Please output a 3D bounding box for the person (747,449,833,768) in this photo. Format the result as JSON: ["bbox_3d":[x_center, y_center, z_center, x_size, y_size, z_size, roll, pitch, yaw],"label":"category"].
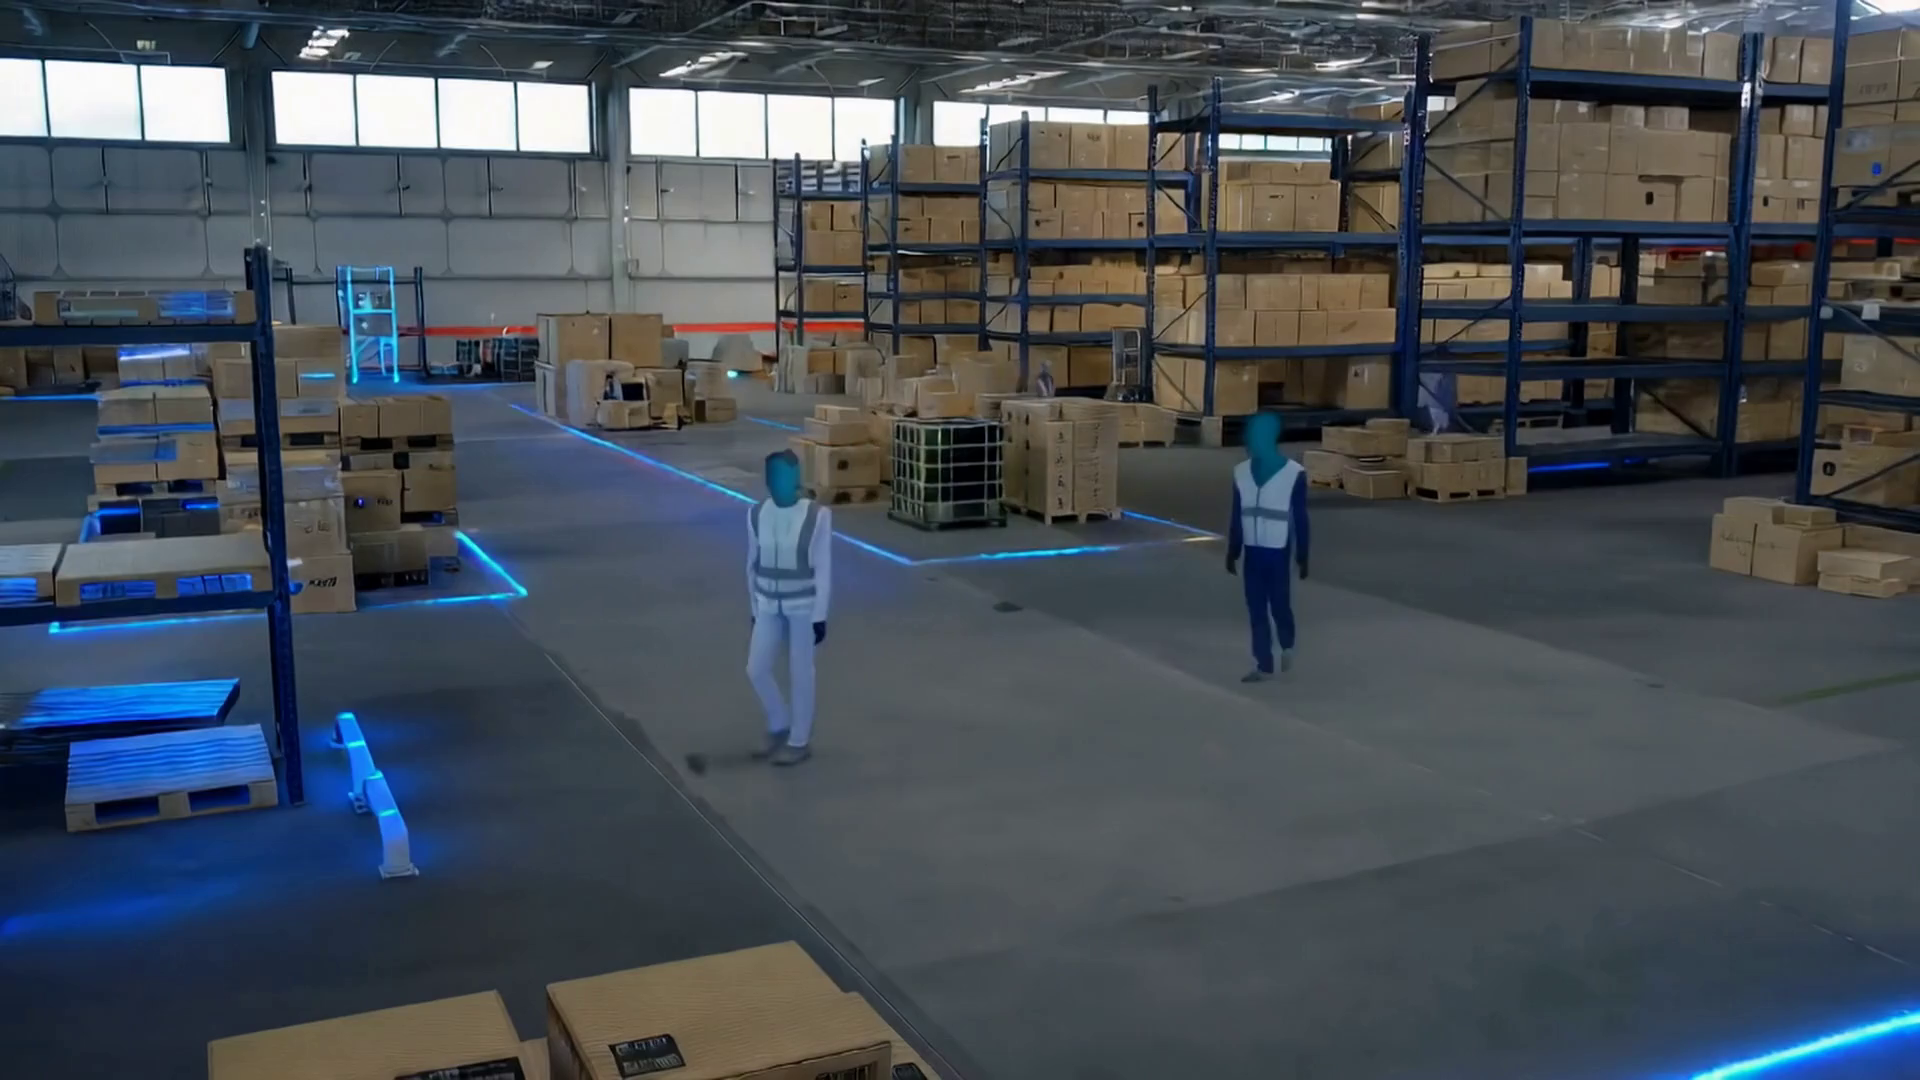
[{"bbox_3d":[-1.009,0.407,9.705,0.577,1.872,0.413,4,10,21],"label":"person"}]

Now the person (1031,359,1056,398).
[{"bbox_3d":[1.238,-1.841,24.399,0.529,1.628,0.374,-7,12,-38],"label":"person"}]

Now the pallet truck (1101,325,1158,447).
[{"bbox_3d":[2.881,-2.596,27.923,0.823,1.965,1.885,-1,9,-7],"label":"pallet truck"}]

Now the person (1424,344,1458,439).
[{"bbox_3d":[7.109,-2.002,24.780,0.752,1.823,0.623,-3,10,-20],"label":"person"}]

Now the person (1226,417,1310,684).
[{"bbox_3d":[2.209,0.074,11.741,0.655,1.882,0.584,8,12,41],"label":"person"}]
